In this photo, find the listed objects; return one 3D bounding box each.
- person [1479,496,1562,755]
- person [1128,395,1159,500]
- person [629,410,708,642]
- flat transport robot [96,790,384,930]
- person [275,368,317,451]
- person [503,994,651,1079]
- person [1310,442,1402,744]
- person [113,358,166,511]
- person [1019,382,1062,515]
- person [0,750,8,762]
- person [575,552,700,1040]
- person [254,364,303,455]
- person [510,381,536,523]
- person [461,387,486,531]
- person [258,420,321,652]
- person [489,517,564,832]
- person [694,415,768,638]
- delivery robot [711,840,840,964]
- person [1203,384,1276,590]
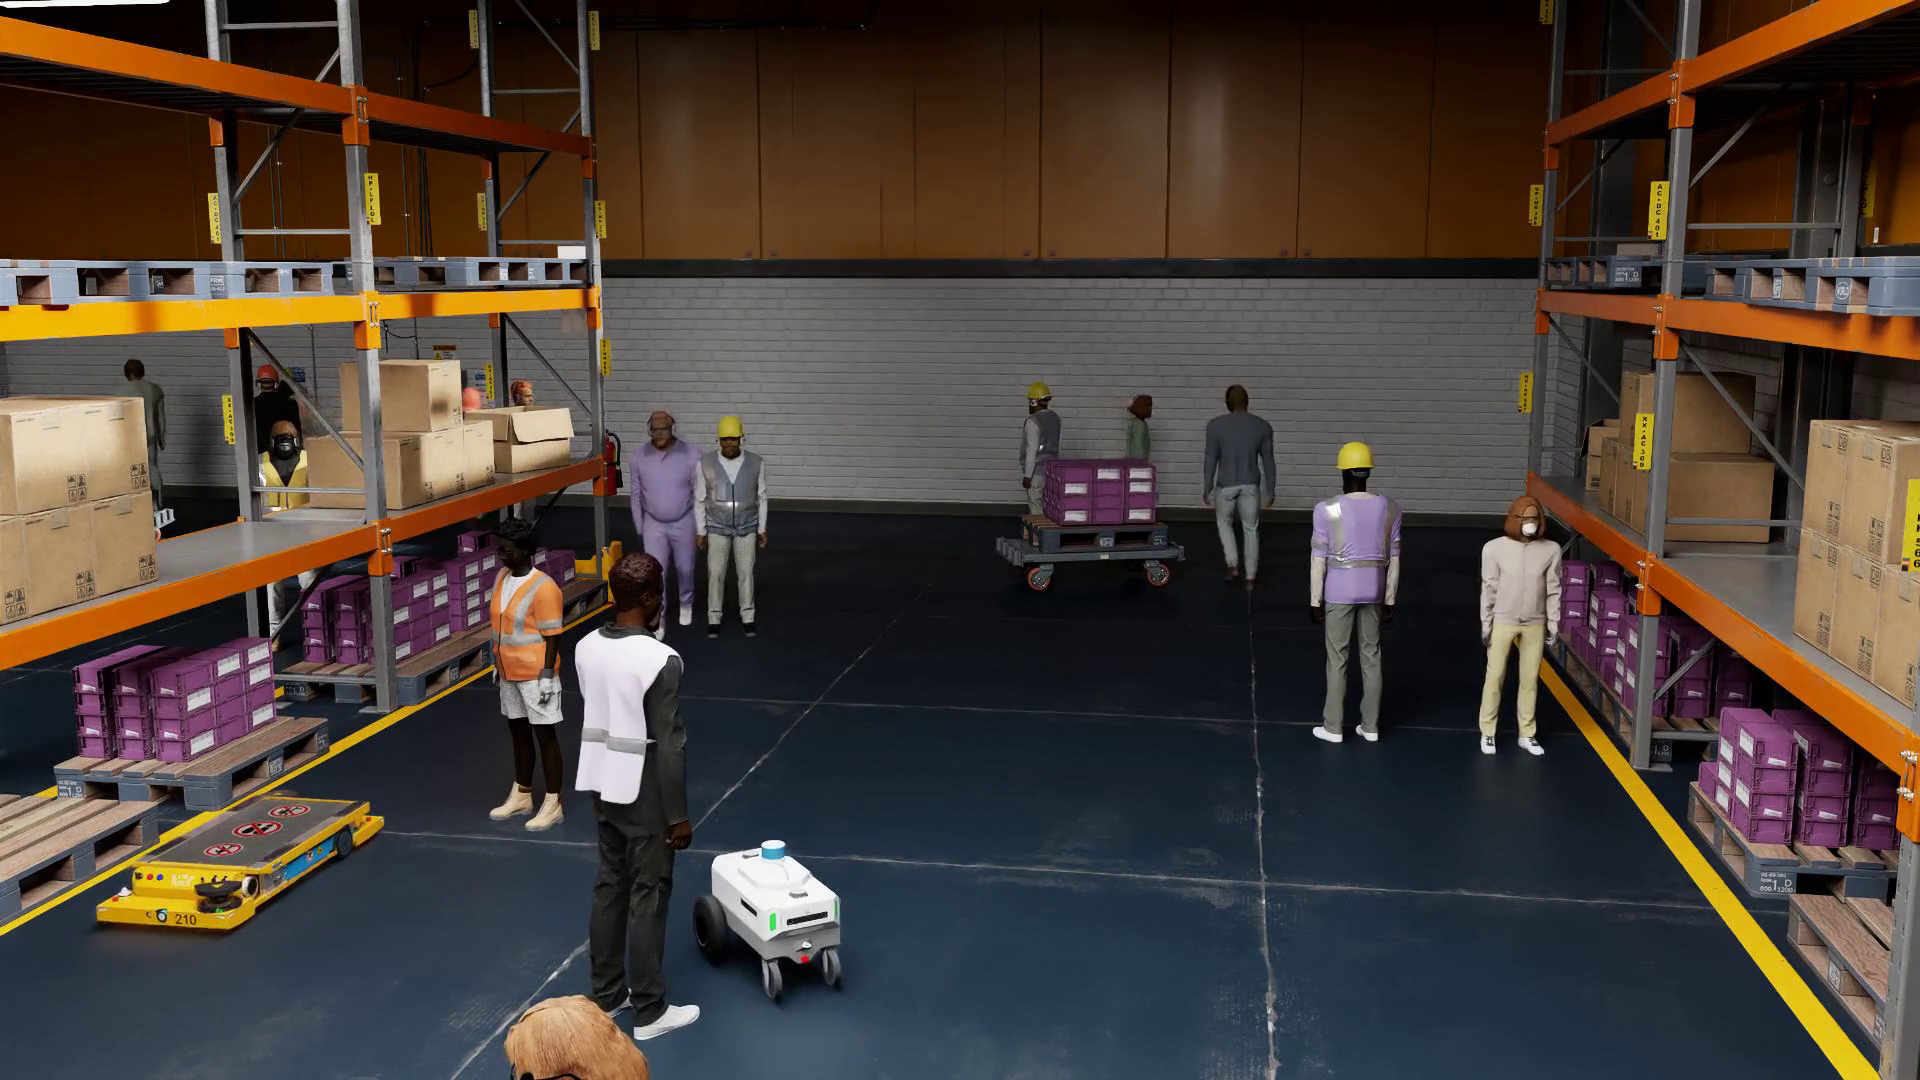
[{"bbox_3d":[3.449,0.529,10.264,0.498,1.626,0.285,0,9,2],"label":"person"},{"bbox_3d":[2.050,-0.803,18.464,0.425,1.618,0.520,0,9,1],"label":"person"},{"bbox_3d":[-2.389,-0.148,13.714,0.647,1.869,0.952,-1,9,-5],"label":"person"},{"bbox_3d":[-3.491,1.541,8.188,0.652,0.197,1.431,1,9,9],"label":"flat transport robot"},{"bbox_3d":[-7.634,-1.053,19.226,0.600,1.879,0.601,-6,11,-35],"label":"person"},{"bbox_3d":[-0.722,1.669,3.243,0.299,1.622,0.504,-2,10,-15],"label":"person"},{"bbox_3d":[2.492,0.336,10.564,0.588,1.918,0.401,-2,9,-10],"label":"person"},{"bbox_3d":[-9.979,-1.239,20.228,0.409,1.936,0.646,5,10,28],"label":"person"},{"bbox_3d":[0.825,-0.743,17.472,0.404,1.830,0.603,6,11,32],"label":"person"},{"bbox_3d":[-6.052,0.580,9.717,0.506,1.694,0.846,7,11,35],"label":"person"},{"bbox_3d":[-1.288,0.997,6.519,0.582,1.911,0.391,9,13,44],"label":"person"},{"bbox_3d":[-7.384,-0.888,17.868,0.612,1.994,0.395,-4,10,-23],"label":"person"},{"bbox_3d":[-4.482,-0.689,17.010,0.348,1.879,0.577,3,10,17],"label":"person"},{"bbox_3d":[-4.676,-0.526,15.961,0.453,1.902,0.613,-8,12,-40],"label":"person"},{"bbox_3d":[-5.278,-0.030,13.097,0.622,1.835,0.430,-4,10,-21],"label":"person"},{"bbox_3d":[-2.334,0.711,8.933,0.531,1.693,0.320,8,12,40],"label":"person"},{"bbox_3d":[-1.860,-0.108,13.554,0.600,1.829,0.404,-2,9,-12],"label":"person"},{"bbox_3d":[-0.793,1.528,7.104,0.477,0.478,0.707,-5,10,-29],"label":"delivery robot"},{"bbox_3d":[2.637,-0.498,15.678,0.702,1.921,0.483,0,9,2],"label":"person"}]
